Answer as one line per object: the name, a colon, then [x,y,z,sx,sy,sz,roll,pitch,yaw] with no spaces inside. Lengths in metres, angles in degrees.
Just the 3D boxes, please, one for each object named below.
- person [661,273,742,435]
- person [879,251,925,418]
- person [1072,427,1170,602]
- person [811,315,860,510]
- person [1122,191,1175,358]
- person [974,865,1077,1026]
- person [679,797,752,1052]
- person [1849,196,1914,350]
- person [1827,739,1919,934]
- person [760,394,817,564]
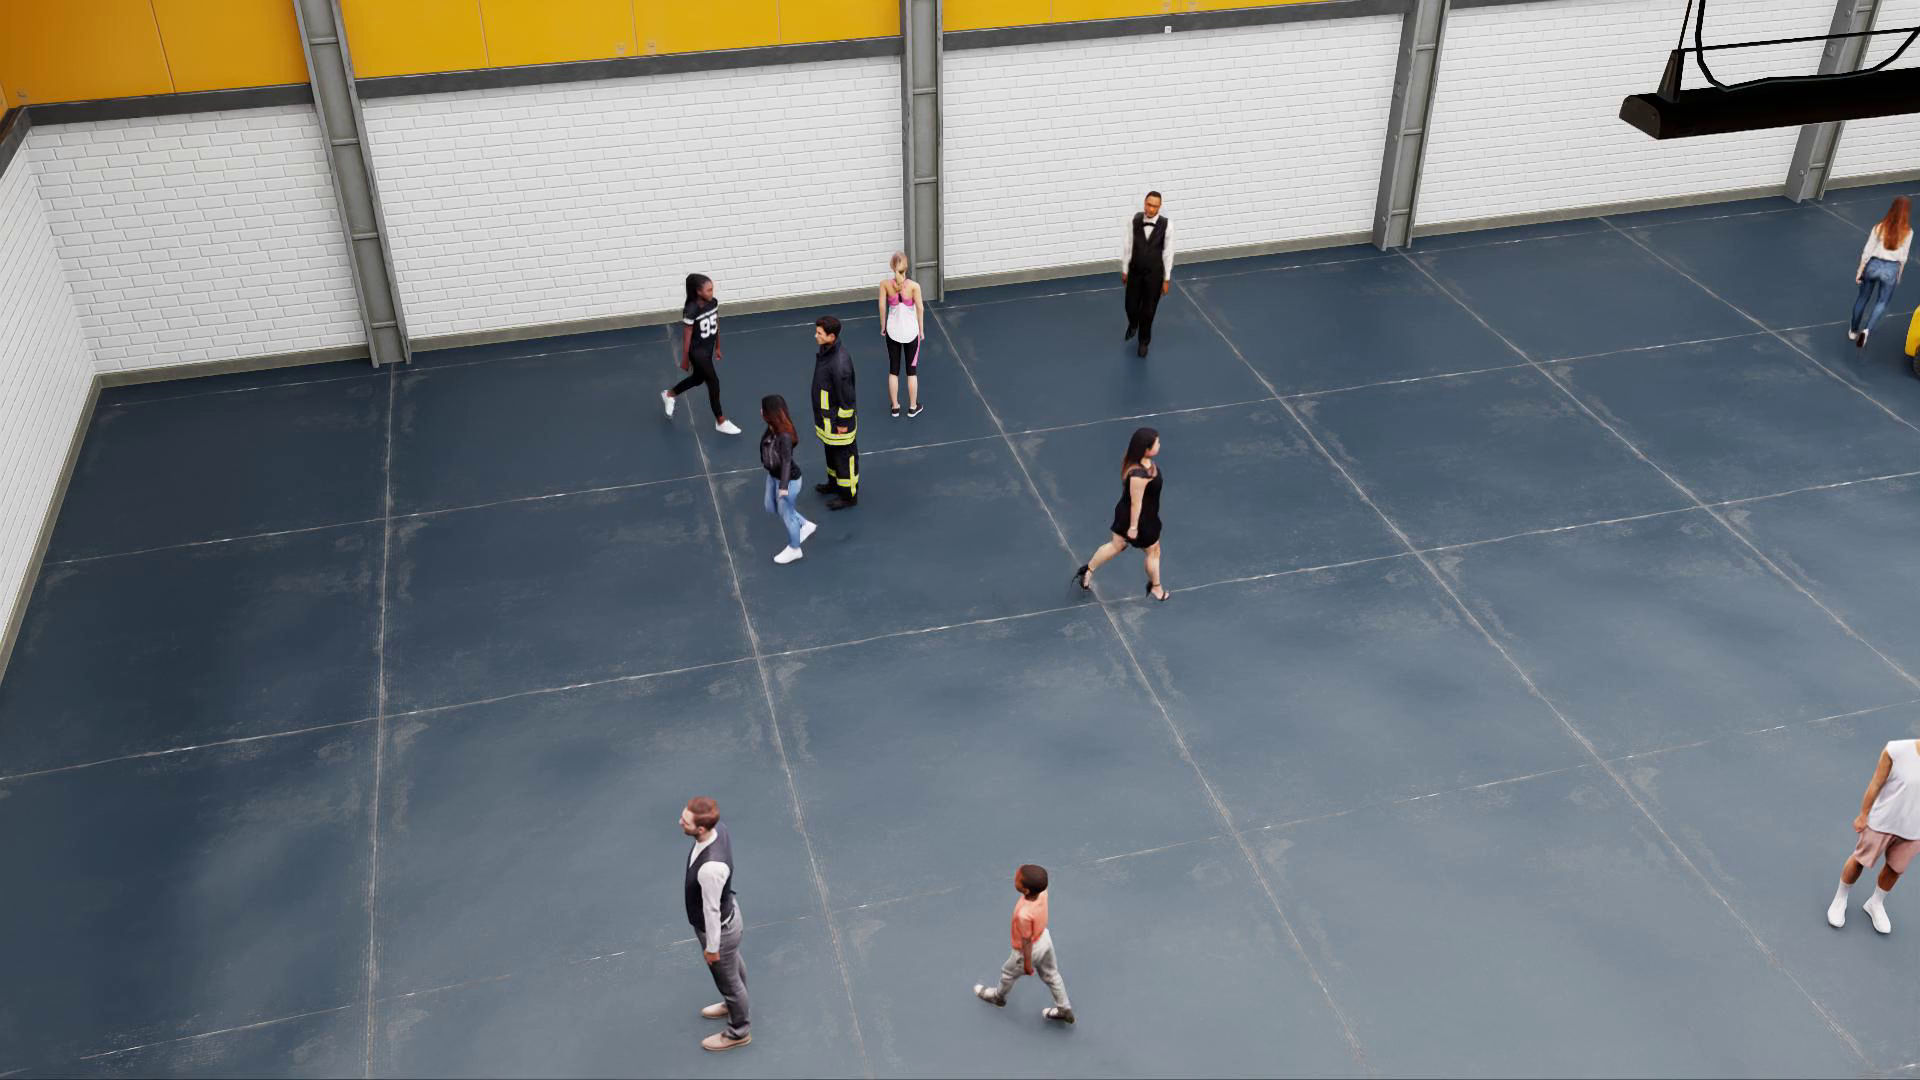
person: [-2.656,-1.846,16.467,1.224,1.686,1.115,16,37,22]
person: [-0.582,-2.064,16.704,0.603,1.786,0.736,6,34,8]
person: [1.380,-0.180,13.965,1.130,1.681,0.799,-2,34,-4]
person: [-1.133,-1.191,15.263,0.709,1.927,0.825,-14,36,-20]
person: [2.027,-2.903,17.869,0.977,1.893,1.014,13,36,19]
person: [0.505,2.514,10.272,0.902,1.283,0.870,19,38,27]
person: [-1.450,2.292,10.017,0.556,1.934,0.639,-7,34,-10]
person: [9.957,-2.857,17.962,0.931,1.714,1.014,17,37,24]
person: [6.139,1.814,10.873,0.680,1.782,0.790,9,35,13]
person: [-1.473,-0.553,14.579,0.740,1.622,0.709,-16,37,-22]
